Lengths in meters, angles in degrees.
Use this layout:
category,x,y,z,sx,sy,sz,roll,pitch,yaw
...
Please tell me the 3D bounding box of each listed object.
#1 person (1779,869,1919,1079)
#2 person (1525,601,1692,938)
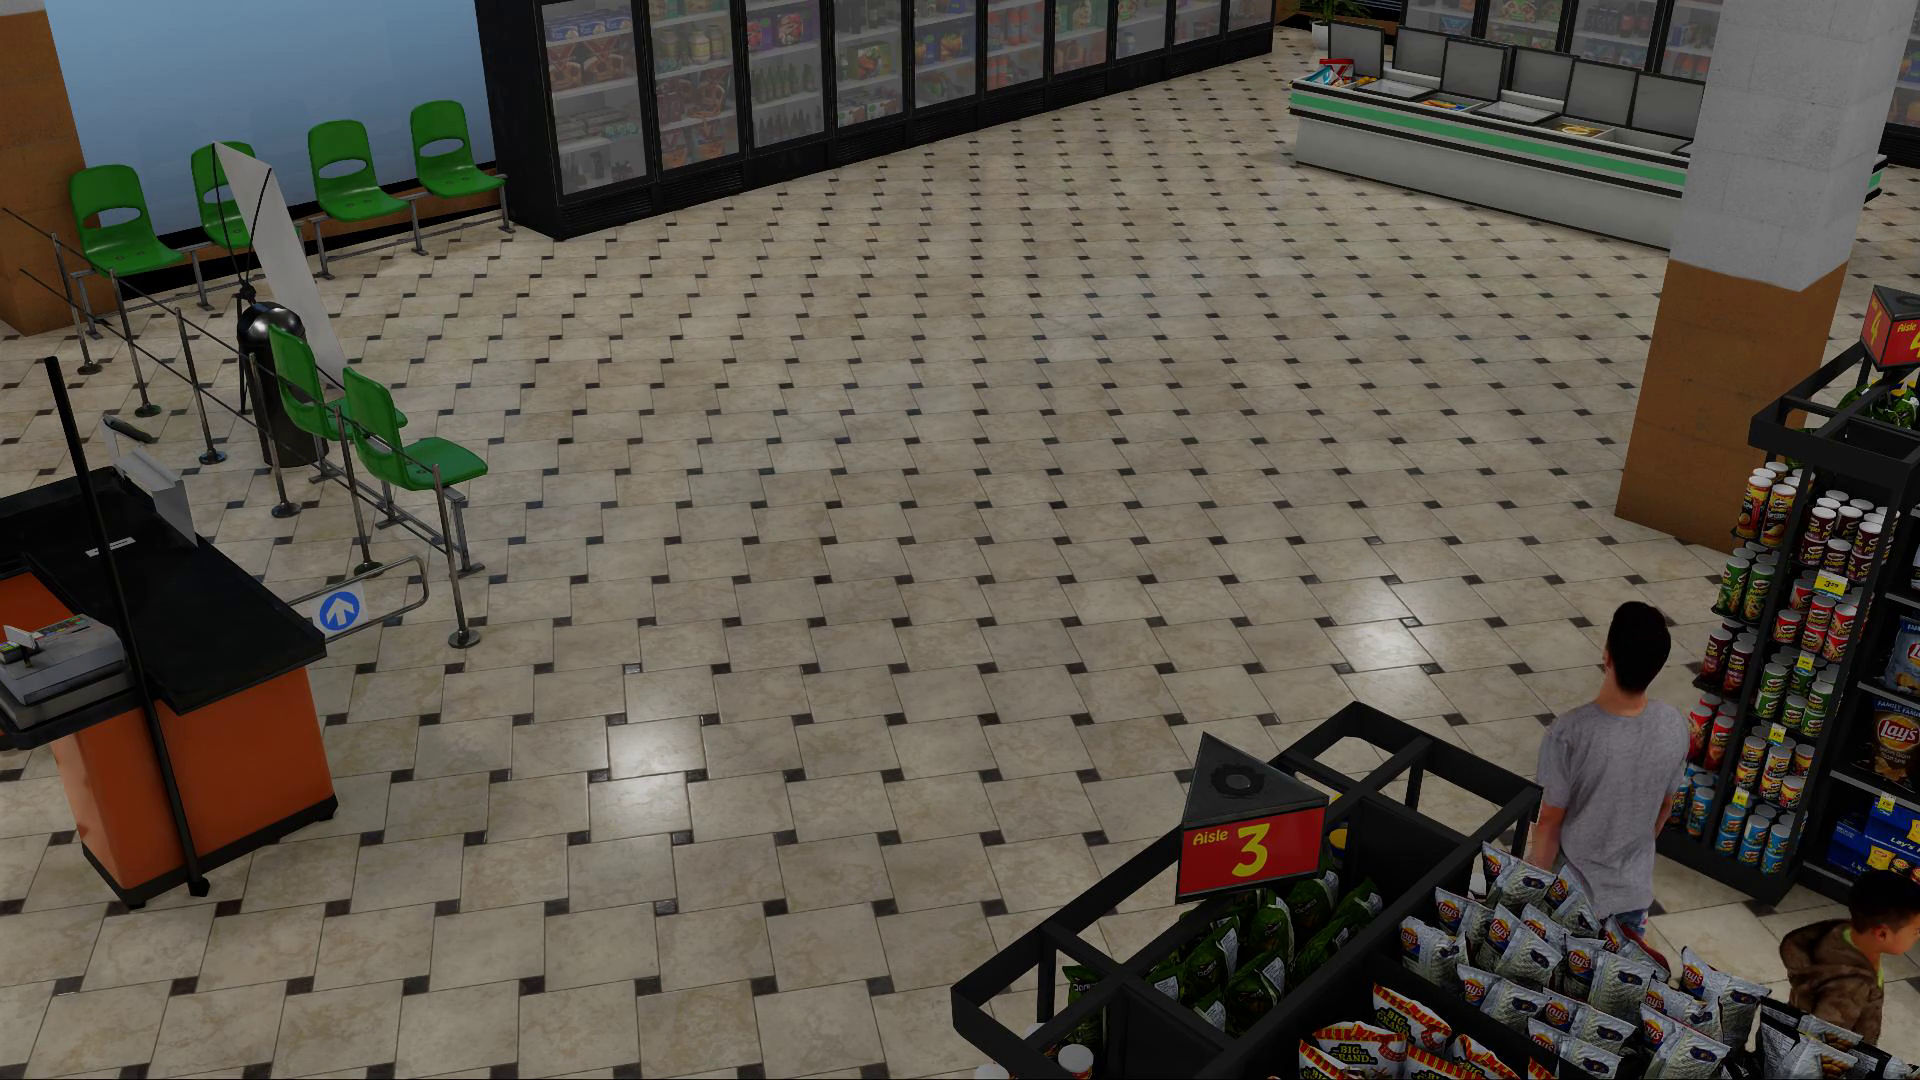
category,x,y,z,sx,sy,sz,roll,pitch,yaw
person,2.505,1.585,5.058,1.055,1.419,0.828,11,31,20
person,2.096,1.148,5.426,1.194,1.834,1.277,-1,29,-2
